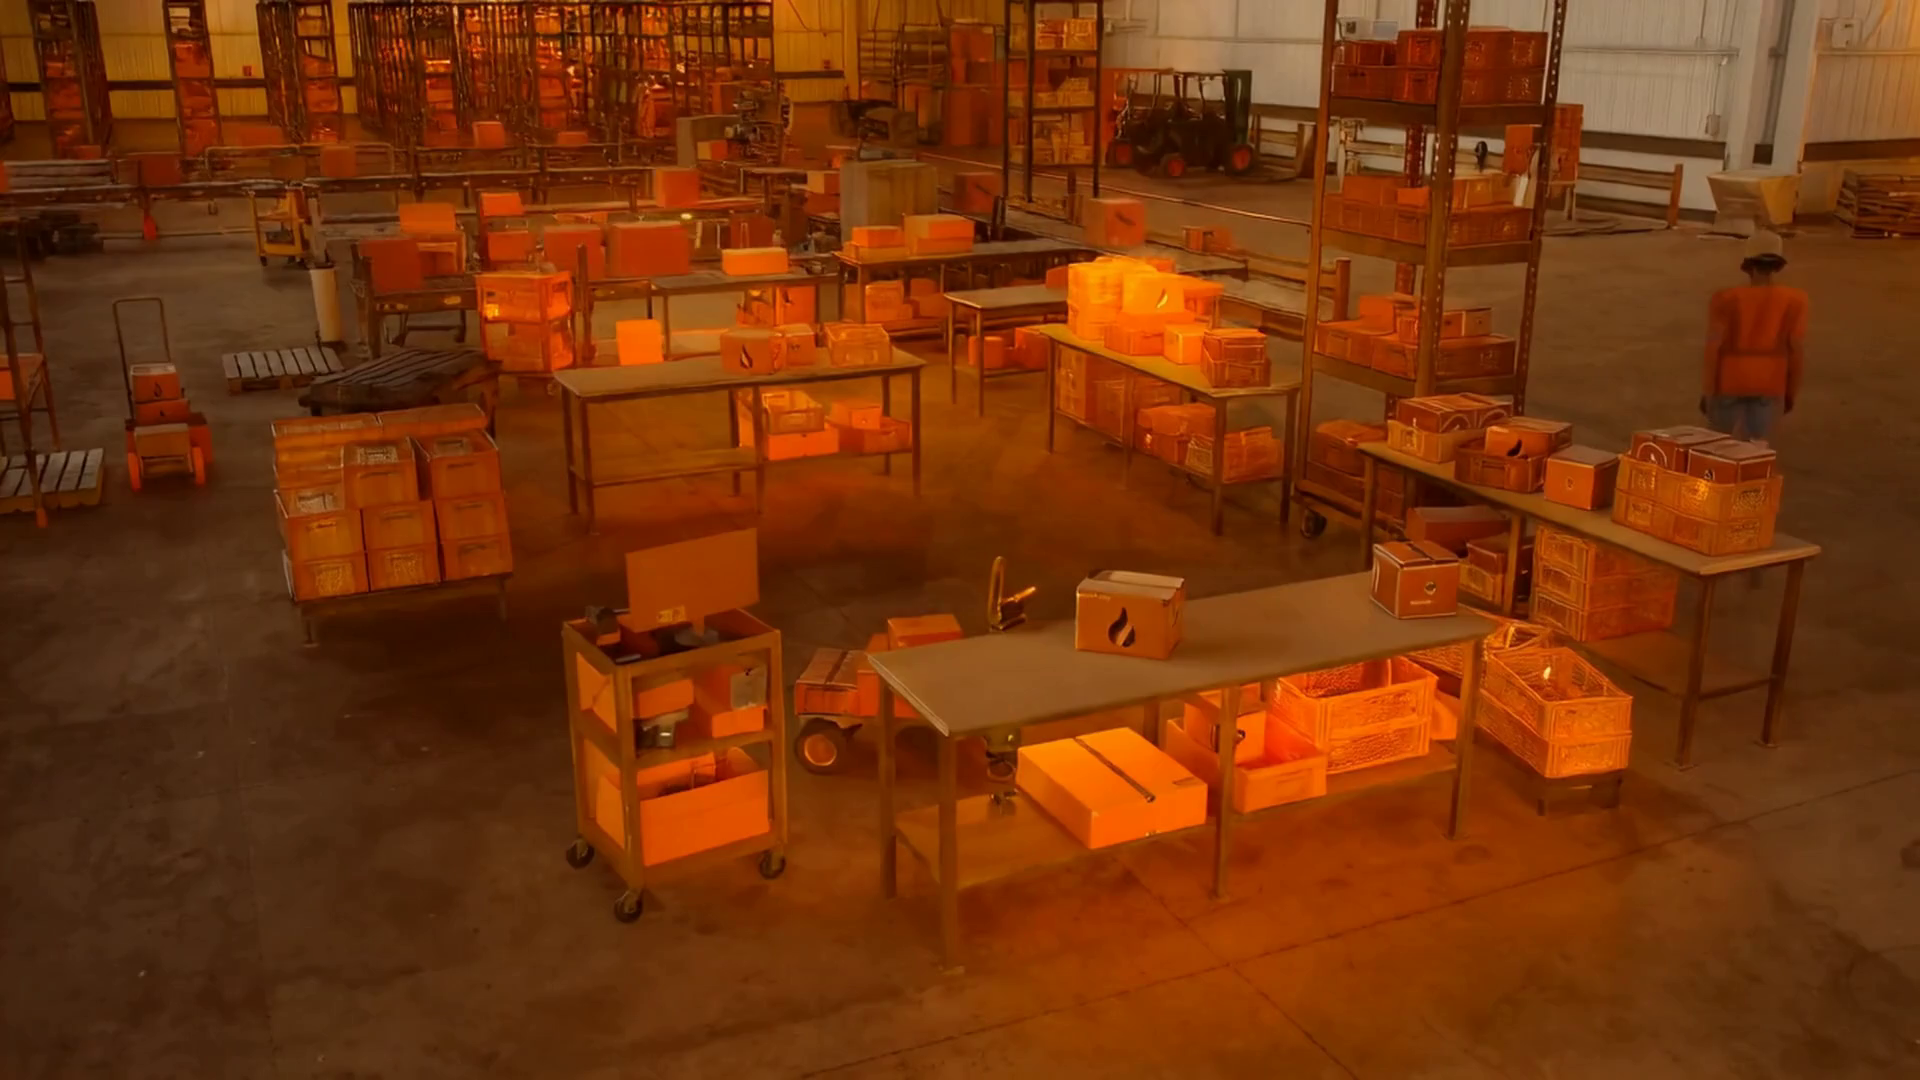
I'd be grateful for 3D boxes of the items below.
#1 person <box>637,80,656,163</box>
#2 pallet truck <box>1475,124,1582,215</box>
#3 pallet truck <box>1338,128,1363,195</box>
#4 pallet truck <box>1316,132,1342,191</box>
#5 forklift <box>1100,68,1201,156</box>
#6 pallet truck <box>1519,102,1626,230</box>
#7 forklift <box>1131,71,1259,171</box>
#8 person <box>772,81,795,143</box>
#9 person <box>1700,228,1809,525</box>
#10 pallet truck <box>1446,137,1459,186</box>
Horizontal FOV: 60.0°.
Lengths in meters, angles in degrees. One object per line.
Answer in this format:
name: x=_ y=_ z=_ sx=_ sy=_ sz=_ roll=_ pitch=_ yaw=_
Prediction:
person: x=-7.046 y=-9.339 z=37.340 sx=0.404 sy=1.903 sz=0.652 roll=-6 pitch=19 yaw=-18
pallet truck: x=9.707 y=-6.455 z=28.103 sx=1.885 sy=1.965 sz=0.823 roll=-7 pitch=19 yaw=-20
pallet truck: x=7.845 y=-7.140 z=31.411 sx=1.522 sy=1.261 sz=0.704 roll=-9 pitch=20 yaw=-25
pallet truck: x=7.723 y=-7.504 z=32.656 sx=1.601 sy=1.201 sz=0.680 roll=-8 pitch=19 yaw=-23
forklift: x=4.082 y=-9.564 z=37.410 sx=2.680 sy=1.987 sz=1.157 roll=-8 pitch=19 yaw=-23
pallet truck: x=9.972 y=-6.037 z=26.785 sx=1.885 sy=1.965 sz=0.823 roll=-9 pitch=20 yaw=-25
forklift: x=4.998 y=-8.936 z=35.413 sx=2.680 sy=1.987 sz=1.157 roll=-9 pitch=20 yaw=-25
person: x=-4.093 y=-9.671 z=38.500 sx=0.600 sy=1.829 sz=0.404 roll=5 pitch=18 yaw=15
person: x=5.212 y=-1.030 z=10.980 sx=0.614 sy=2.018 sz=0.919 roll=5 pitch=18 yaw=16
pallet truck: x=9.184 y=-6.485 z=29.328 sx=1.630 sy=1.274 sz=0.653 roll=-8 pitch=19 yaw=-23
